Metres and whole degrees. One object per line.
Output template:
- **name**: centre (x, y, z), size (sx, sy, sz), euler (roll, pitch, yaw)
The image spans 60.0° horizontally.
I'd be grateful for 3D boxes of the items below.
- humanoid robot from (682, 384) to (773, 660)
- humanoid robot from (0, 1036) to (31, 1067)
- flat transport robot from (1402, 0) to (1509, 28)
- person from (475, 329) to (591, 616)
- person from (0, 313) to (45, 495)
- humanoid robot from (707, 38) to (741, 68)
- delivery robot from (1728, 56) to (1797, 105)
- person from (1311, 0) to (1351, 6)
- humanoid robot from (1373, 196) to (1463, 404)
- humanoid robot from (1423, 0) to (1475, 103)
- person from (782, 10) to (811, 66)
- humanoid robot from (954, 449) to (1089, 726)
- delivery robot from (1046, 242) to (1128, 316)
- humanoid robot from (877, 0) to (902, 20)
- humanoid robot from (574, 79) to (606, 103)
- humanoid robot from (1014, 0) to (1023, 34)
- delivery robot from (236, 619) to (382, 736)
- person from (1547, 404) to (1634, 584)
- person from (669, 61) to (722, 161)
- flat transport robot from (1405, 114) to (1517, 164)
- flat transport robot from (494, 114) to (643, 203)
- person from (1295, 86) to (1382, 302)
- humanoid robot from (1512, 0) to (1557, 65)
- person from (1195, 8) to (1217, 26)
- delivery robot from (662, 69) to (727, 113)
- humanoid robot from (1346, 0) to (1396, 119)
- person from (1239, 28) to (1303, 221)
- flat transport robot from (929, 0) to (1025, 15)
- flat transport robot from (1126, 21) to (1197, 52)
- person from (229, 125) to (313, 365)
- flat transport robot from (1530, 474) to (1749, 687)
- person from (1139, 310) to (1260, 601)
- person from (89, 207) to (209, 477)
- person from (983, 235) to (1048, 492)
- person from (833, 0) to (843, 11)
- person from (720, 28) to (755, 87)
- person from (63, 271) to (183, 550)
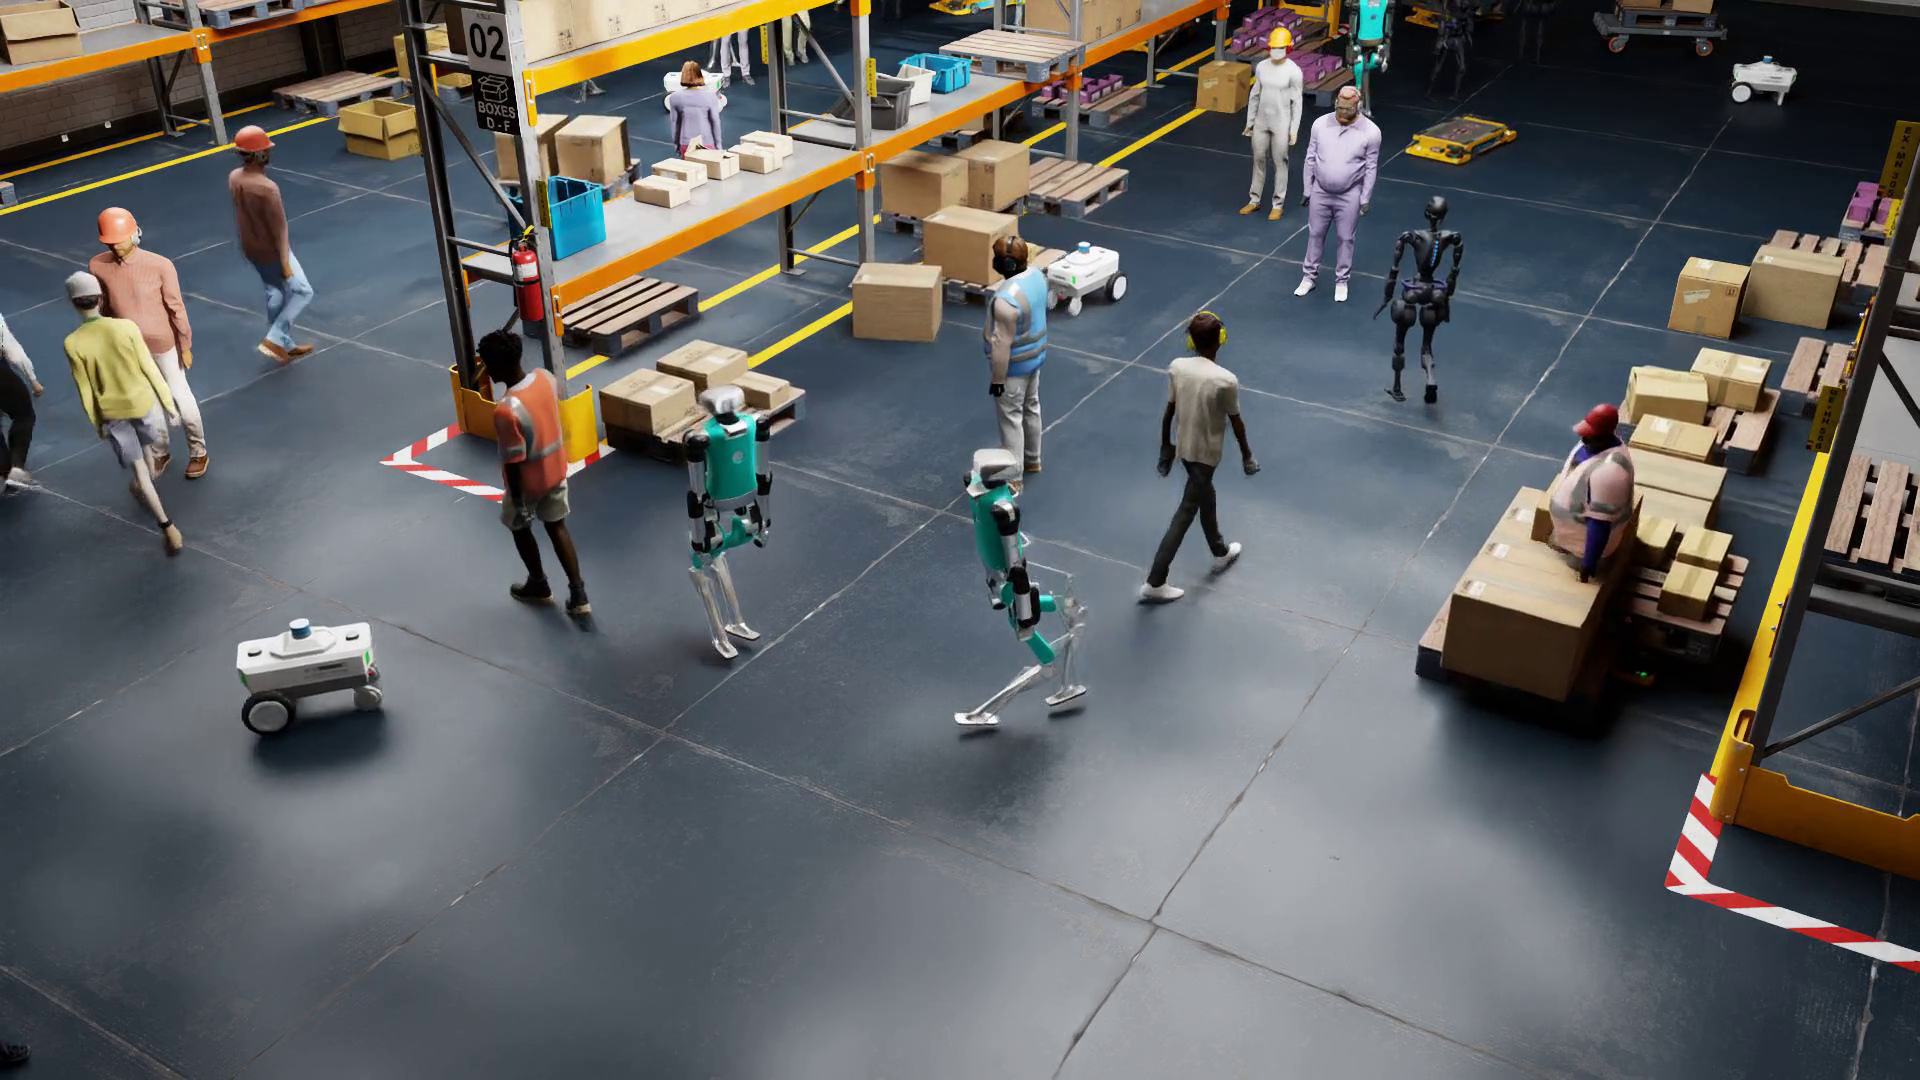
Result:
- **humanoid robot**: centre (-1.427, -0.147, 9.646), size (0.532, 1.742, 0.694), euler (-21, 36, -33)
- **humanoid robot**: centre (-4.341, 1.573, 6.743), size (0.649, 1.640, 0.609), euler (-11, 31, -18)
- **flat transport robot**: centre (7.403, -7.851, 24.830), size (1.431, 0.231, 0.659), euler (-17, 34, -27)
- **person**: centre (-2.548, -0.388, 9.947), size (0.691, 1.916, 0.607), euler (17, 34, 27)
- **person**: centre (-6.688, -1.099, 11.394), size (0.745, 1.737, 0.464), euler (-2, 30, -3)
- **humanoid robot**: centre (-3.123, -7.167, 22.125), size (0.608, 1.772, 0.861), euler (-18, 34, -28)
- **delivery robot**: centre (10.033, -5.757, 20.816), size (0.745, 0.576, 0.501), euler (10, 31, 17)
- **person**: centre (5.890, -9.101, 25.567), size (0.812, 1.719, 0.388), euler (10, 31, 16)
- **humanoid robot**: centre (3.510, -1.812, 12.718), size (0.605, 1.648, 0.503), euler (-2, 30, -4)
- **humanoid robot**: centre (6.083, -6.225, 20.530), size (0.588, 1.647, 0.535), euler (-17, 34, -28)
- **person**: centre (-2.247, -7.228, 22.246), size (0.582, 1.726, 0.430), euler (-13, 32, -22)
- **humanoid robot**: centre (0.454, 0.270, 9.005), size (1.015, 1.747, 0.531), euler (-11, 31, -18)
- **delivery robot**: centre (1.093, -2.354, 14.804), size (0.499, 0.583, 0.758), euler (23, 37, 35)
- **humanoid robot**: centre (-1.028, -8.554, 24.640), size (0.609, 1.642, 0.336), euler (-8, 30, -14)
- **humanoid robot**: centre (-4.703, -6.309, 20.721), size (0.807, 1.884, 0.544), euler (-24, 37, -36)
- **humanoid robot**: centre (0.950, -8.085, 23.771), size (0.549, 1.789, 0.879), euler (8, 31, 14)
- **delivery robot**: centre (-3.686, 0.719, 9.366), size (0.754, 0.581, 0.499), euler (-9, 31, -16)
- **person**: centre (3.546, -0.019, 9.501), size (0.478, 1.723, 0.651), euler (0, 29, 1)
- **person**: centre (-2.604, -3.912, 16.481), size (0.498, 1.629, 0.288), euler (3, 30, 5)
- **flat transport robot**: centre (5.760, -4.597, 19.073), size (0.659, 0.231, 1.431), euler (24, 37, 36)
- **flat transport robot**: centre (-3.992, -3.491, 17.117), size (0.659, 0.231, 1.431), euler (5, 30, 8)
- **person**: centre (3.322, -3.051, 14.683), size (0.638, 1.903, 0.413), euler (12, 32, 21)
- **humanoid robot**: centre (7.757, -7.238, 22.309), size (0.589, 1.653, 0.325), euler (-4, 30, -7)
- **person**: centre (3.758, -8.527, 24.436), size (0.508, 1.836, 0.357), euler (24, 37, 36)
- **delivery robot**: centre (-3.279, -5.568, 20.496), size (0.782, 0.589, 0.499), euler (2, 30, 4)
- **humanoid robot**: centre (4.768, -5.709, 19.558), size (0.551, 1.743, 1.023), euler (3, 30, 6)
- **person**: centre (3.128, -4.166, 16.661), size (0.581, 1.895, 0.357), euler (20, 35, 31)
- **flat transport robot**: centre (0.282, -8.335, 25.686), size (1.431, 0.231, 0.659), euler (-21, 36, -33)
- **flat transport robot**: centre (2.787, -7.190, 23.661), size (0.659, 0.231, 1.431), euler (17, 33, 27)
- **person**: centre (-5.539, -2.323, 13.322), size (0.617, 1.979, 0.489), euler (19, 35, 30)
- **flat transport robot**: centre (4.070, 0.407, 10.221), size (0.659, 0.231, 1.431), euler (17, 34, 27)
- **person**: centre (1.473, -0.523, 10.302), size (0.964, 1.804, 0.531), euler (-20, 35, -31)
- **person**: centre (-5.677, -1.370, 11.626), size (0.610, 1.986, 0.402), euler (1, 29, 1)
- **person**: centre (0.370, -1.225, 11.526), size (0.431, 1.837, 0.631), euler (14, 32, 23)
- **person**: centre (-1.708, -9.148, 25.476), size (0.643, 1.902, 0.975), euler (8, 30, 13)
- **person**: centre (-2.902, -6.819, 21.299), size (0.490, 1.949, 0.425), euler (-10, 31, -18)
- **person**: centre (-5.472, -0.879, 10.936), size (0.541, 1.804, 1.007), euler (-24, 37, -35)
